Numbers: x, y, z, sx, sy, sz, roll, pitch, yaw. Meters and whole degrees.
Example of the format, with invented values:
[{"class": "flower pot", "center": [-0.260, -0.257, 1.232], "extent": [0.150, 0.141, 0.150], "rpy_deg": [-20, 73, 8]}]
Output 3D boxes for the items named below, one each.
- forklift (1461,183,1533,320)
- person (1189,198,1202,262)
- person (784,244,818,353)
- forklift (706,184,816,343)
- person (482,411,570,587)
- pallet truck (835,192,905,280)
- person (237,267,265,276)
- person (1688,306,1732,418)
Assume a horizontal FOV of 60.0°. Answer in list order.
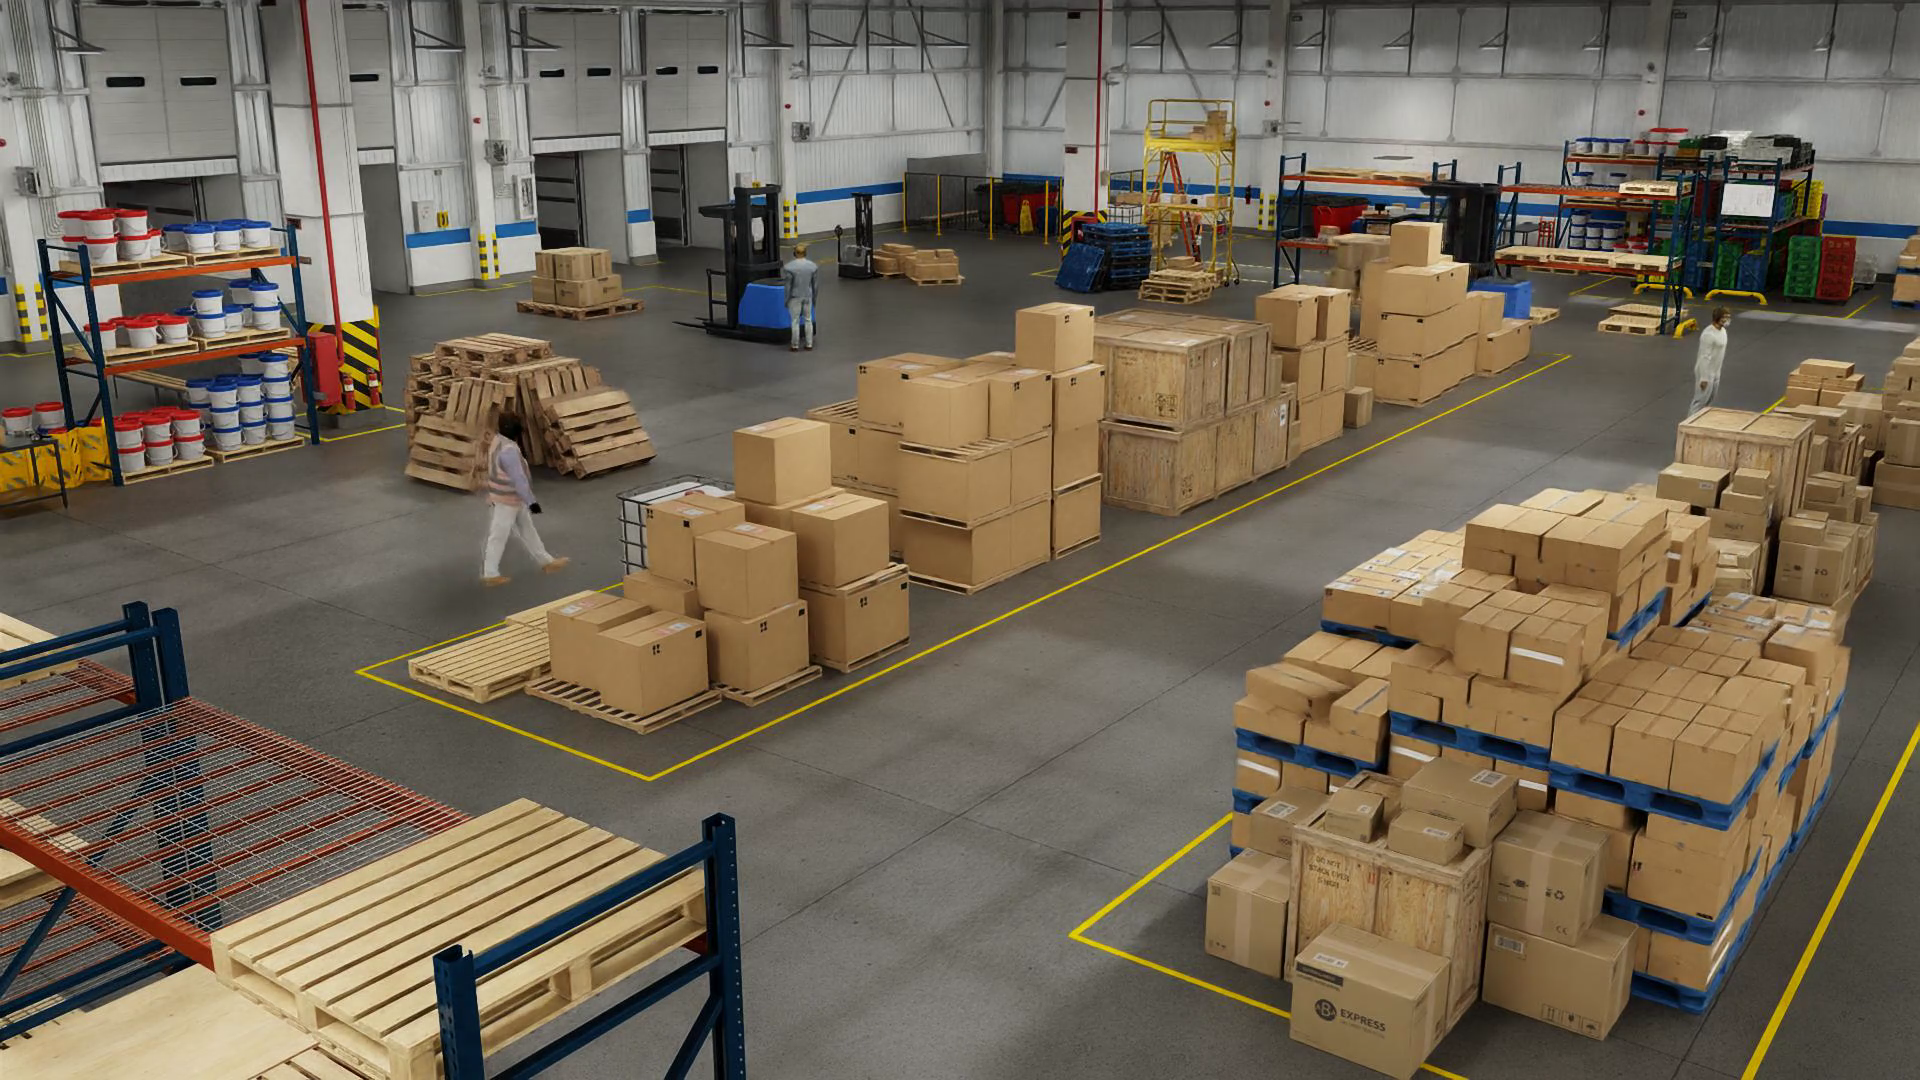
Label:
[{"class": "forklift", "center": [9.676, -5.219, 31.054], "extent": [1.873, 2.768, 1.129], "rpy_deg": [12, 21, 35]}, {"class": "person", "center": [5.725, -7.457, 40.481], "extent": [0.321, 1.696, 0.530], "rpy_deg": [-2, 17, -6]}, {"class": "person", "center": [-2.833, -4.310, 29.675], "extent": [0.634, 1.929, 0.381], "rpy_deg": [-9, 19, -27]}, {"class": "forklift", "center": [-3.717, -5.181, 30.929], "extent": [1.873, 2.768, 1.129], "rpy_deg": [12, 21, 35]}, {"class": "person", "center": [-4.523, -0.426, 17.027], "extent": [0.932, 1.798, 0.636], "rpy_deg": [-5, 18, -17]}, {"class": "pallet truck", "center": [-1.936, -7.159, 38.982], "extent": [1.885, 1.965, 0.823], "rpy_deg": [-12, 21, -34]}, {"class": "person", "center": [-12.651, -4.318, 29.737], "extent": [0.592, 1.907, 0.744], "rpy_deg": [6, 18, 18]}, {"class": "person", "center": [10.330, -2.271, 22.923], "extent": [0.380, 1.930, 0.625], "rpy_deg": [14, 22, 39]}]
